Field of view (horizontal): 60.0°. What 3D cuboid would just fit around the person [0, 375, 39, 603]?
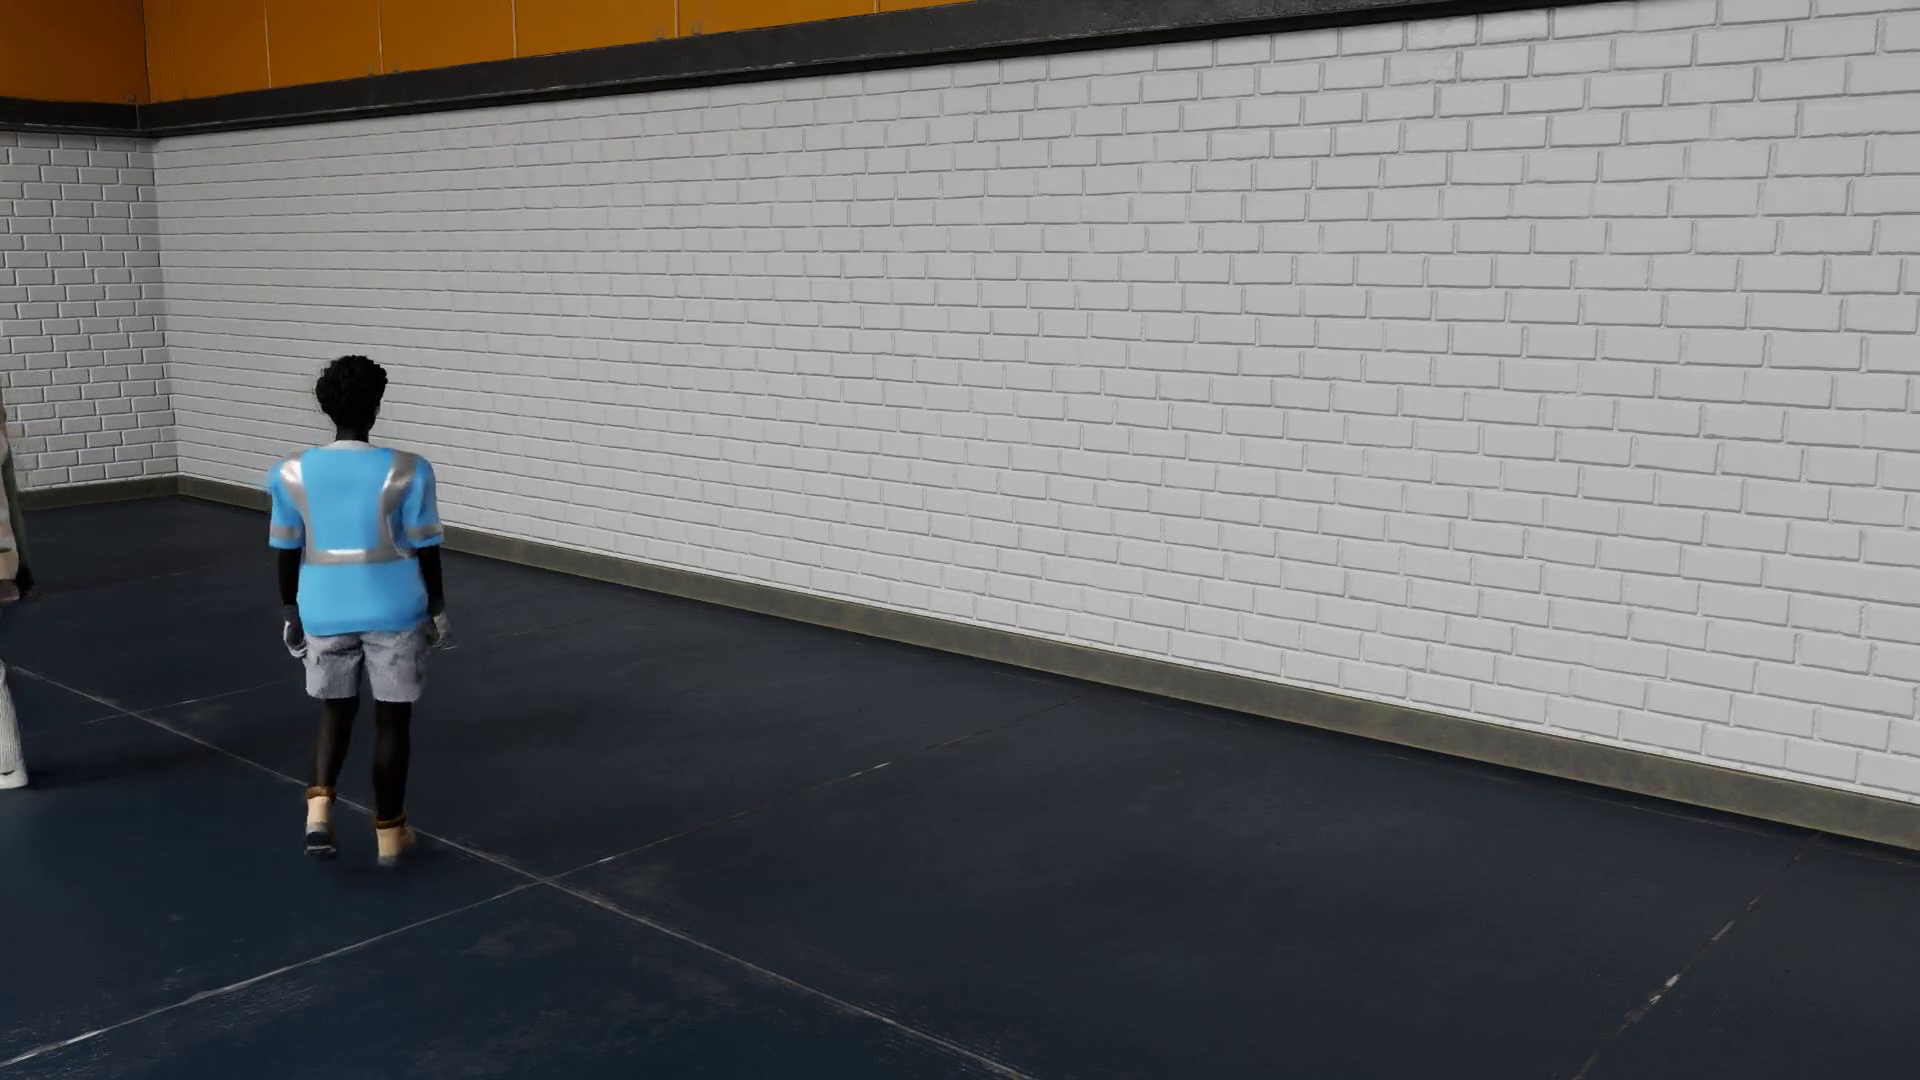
[{"bbox_3d":[-5.646,-0.627,9.482,0.615,1.994,0.381,4,11,24],"label":"person"}]

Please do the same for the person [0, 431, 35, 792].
[{"bbox_3d":[-3.712,0.146,6.122,0.514,1.615,0.531,1,10,6],"label":"person"}]

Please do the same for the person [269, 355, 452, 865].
[{"bbox_3d":[-1.931,0.248,5.382,0.534,1.684,0.391,0,10,0],"label":"person"}]
